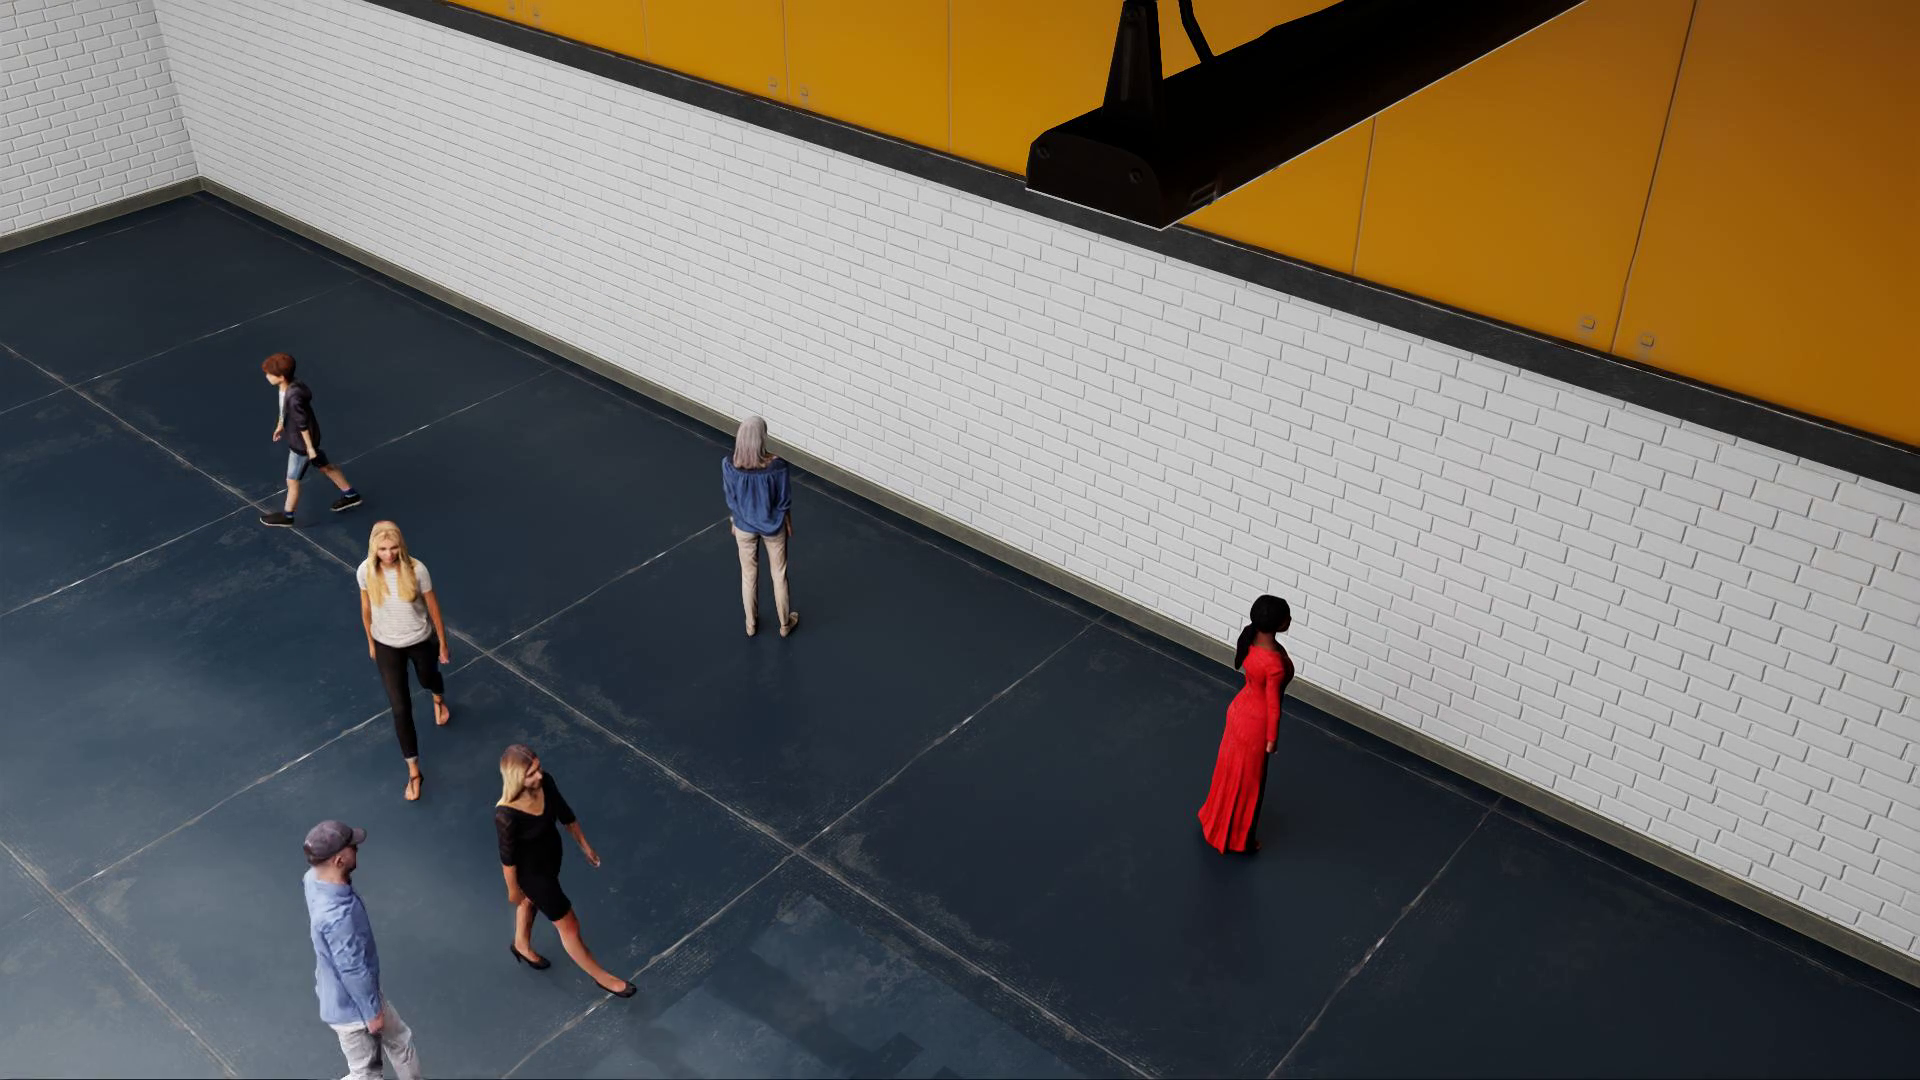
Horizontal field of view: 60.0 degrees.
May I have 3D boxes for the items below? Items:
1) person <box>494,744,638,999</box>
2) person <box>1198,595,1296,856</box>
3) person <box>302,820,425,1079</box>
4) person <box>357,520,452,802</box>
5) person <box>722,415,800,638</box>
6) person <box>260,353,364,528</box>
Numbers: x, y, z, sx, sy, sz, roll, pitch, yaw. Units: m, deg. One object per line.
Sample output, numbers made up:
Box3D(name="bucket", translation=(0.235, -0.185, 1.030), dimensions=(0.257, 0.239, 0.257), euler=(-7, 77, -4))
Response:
Box3D(name="person", translation=(-2.257, 1.693, 8.629), dimensions=(0.898, 1.637, 1.040), euler=(9, 35, 14))
Box3D(name="person", translation=(1.655, 1.051, 9.474), dimensions=(0.839, 1.781, 0.795), euler=(-7, 34, -11))
Box3D(name="person", translation=(-2.911, 2.153, 7.750), dimensions=(1.199, 1.845, 0.975), euler=(-11, 35, -17))
Box3D(name="person", translation=(-3.359, 0.595, 10.154), dimensions=(1.187, 1.777, 1.162), euler=(-7, 34, -10))
Box3D(name="person", translation=(-1.350, -0.088, 11.262), dimensions=(0.712, 1.697, 0.750), euler=(1, 34, 2))
Box3D(name="person", translation=(-4.889, -0.767, 12.534), dimensions=(1.051, 1.411, 0.833), euler=(-13, 36, -19))
